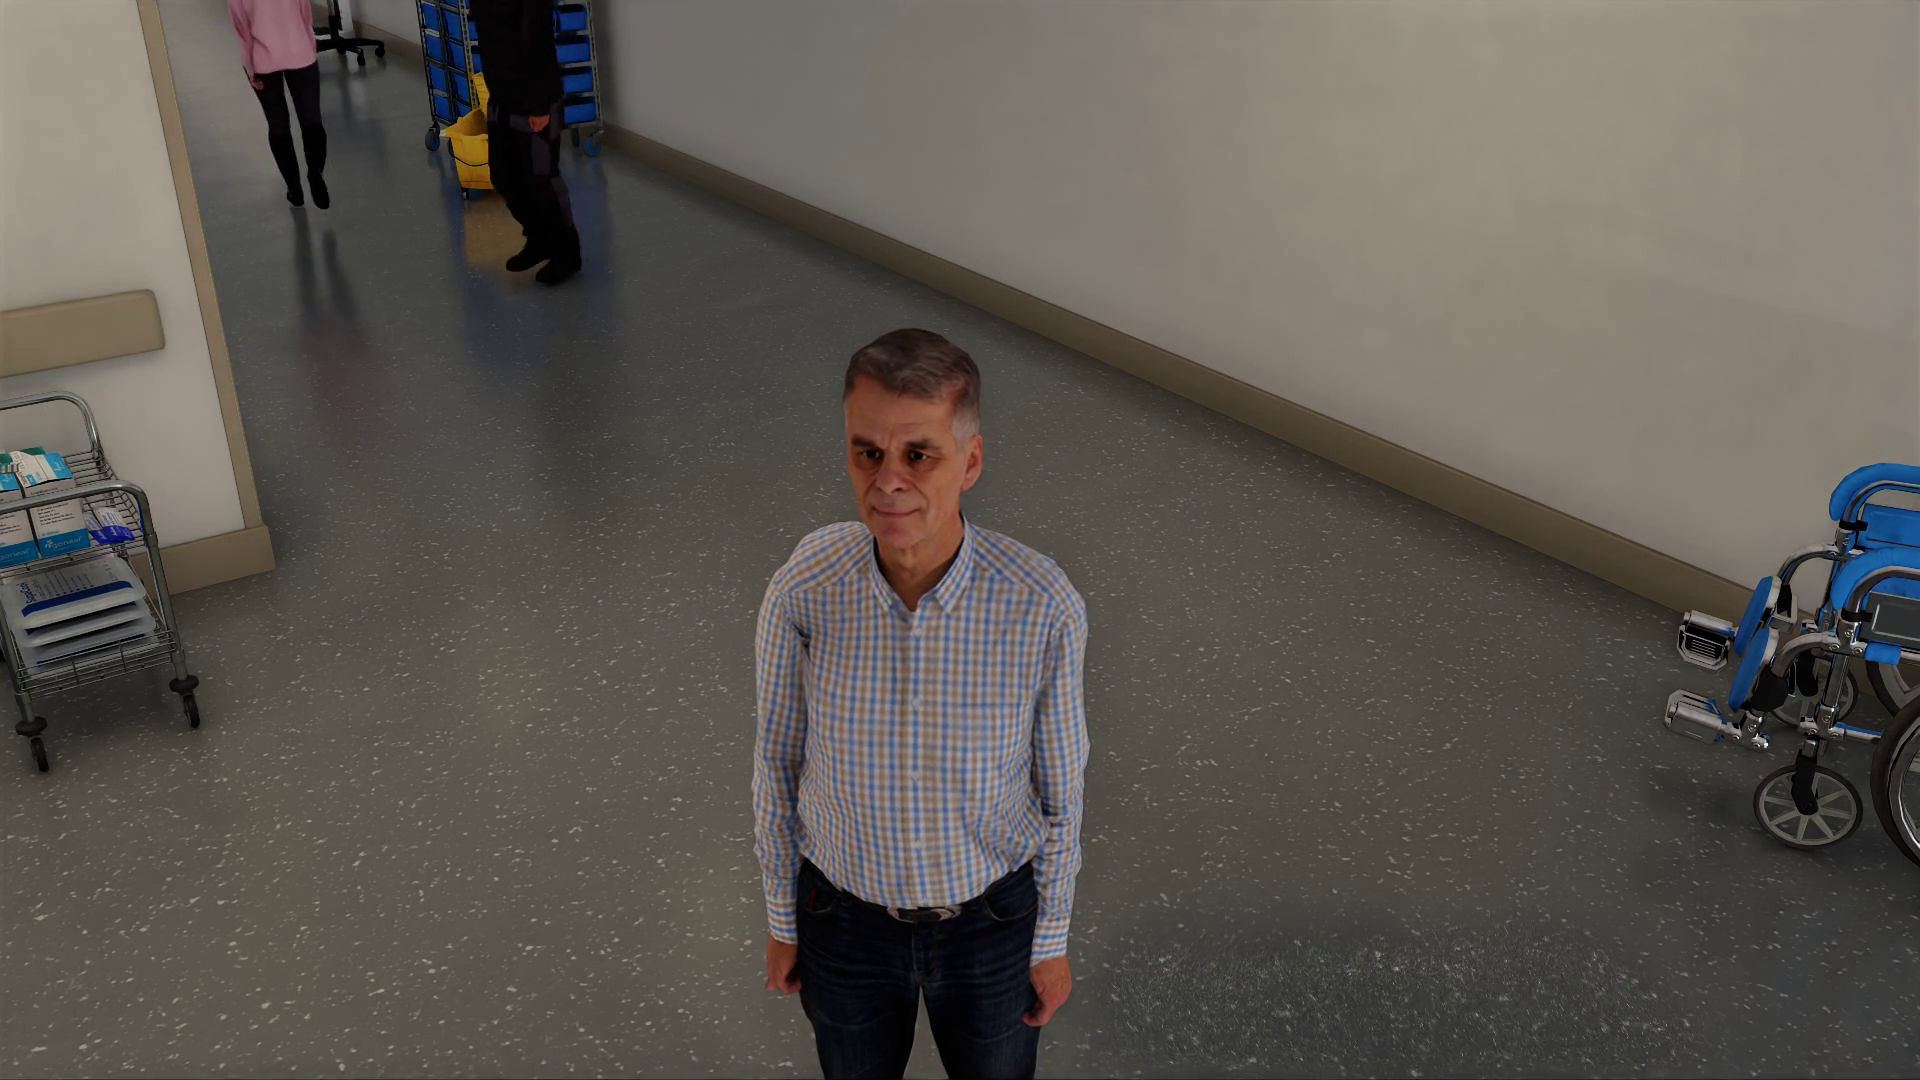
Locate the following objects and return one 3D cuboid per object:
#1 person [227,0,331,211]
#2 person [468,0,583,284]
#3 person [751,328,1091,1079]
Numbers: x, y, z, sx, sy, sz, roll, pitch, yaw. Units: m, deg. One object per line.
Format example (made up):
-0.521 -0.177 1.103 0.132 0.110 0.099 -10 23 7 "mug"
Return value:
-3.792 -2.664 9.338 0.973 1.669 0.766 -12 28 -23 "person"
-2.090 -2.185 8.080 0.815 1.899 0.819 -19 32 -34 "person"
-0.057 0.546 2.508 0.720 1.820 0.797 2 26 5 "person"
